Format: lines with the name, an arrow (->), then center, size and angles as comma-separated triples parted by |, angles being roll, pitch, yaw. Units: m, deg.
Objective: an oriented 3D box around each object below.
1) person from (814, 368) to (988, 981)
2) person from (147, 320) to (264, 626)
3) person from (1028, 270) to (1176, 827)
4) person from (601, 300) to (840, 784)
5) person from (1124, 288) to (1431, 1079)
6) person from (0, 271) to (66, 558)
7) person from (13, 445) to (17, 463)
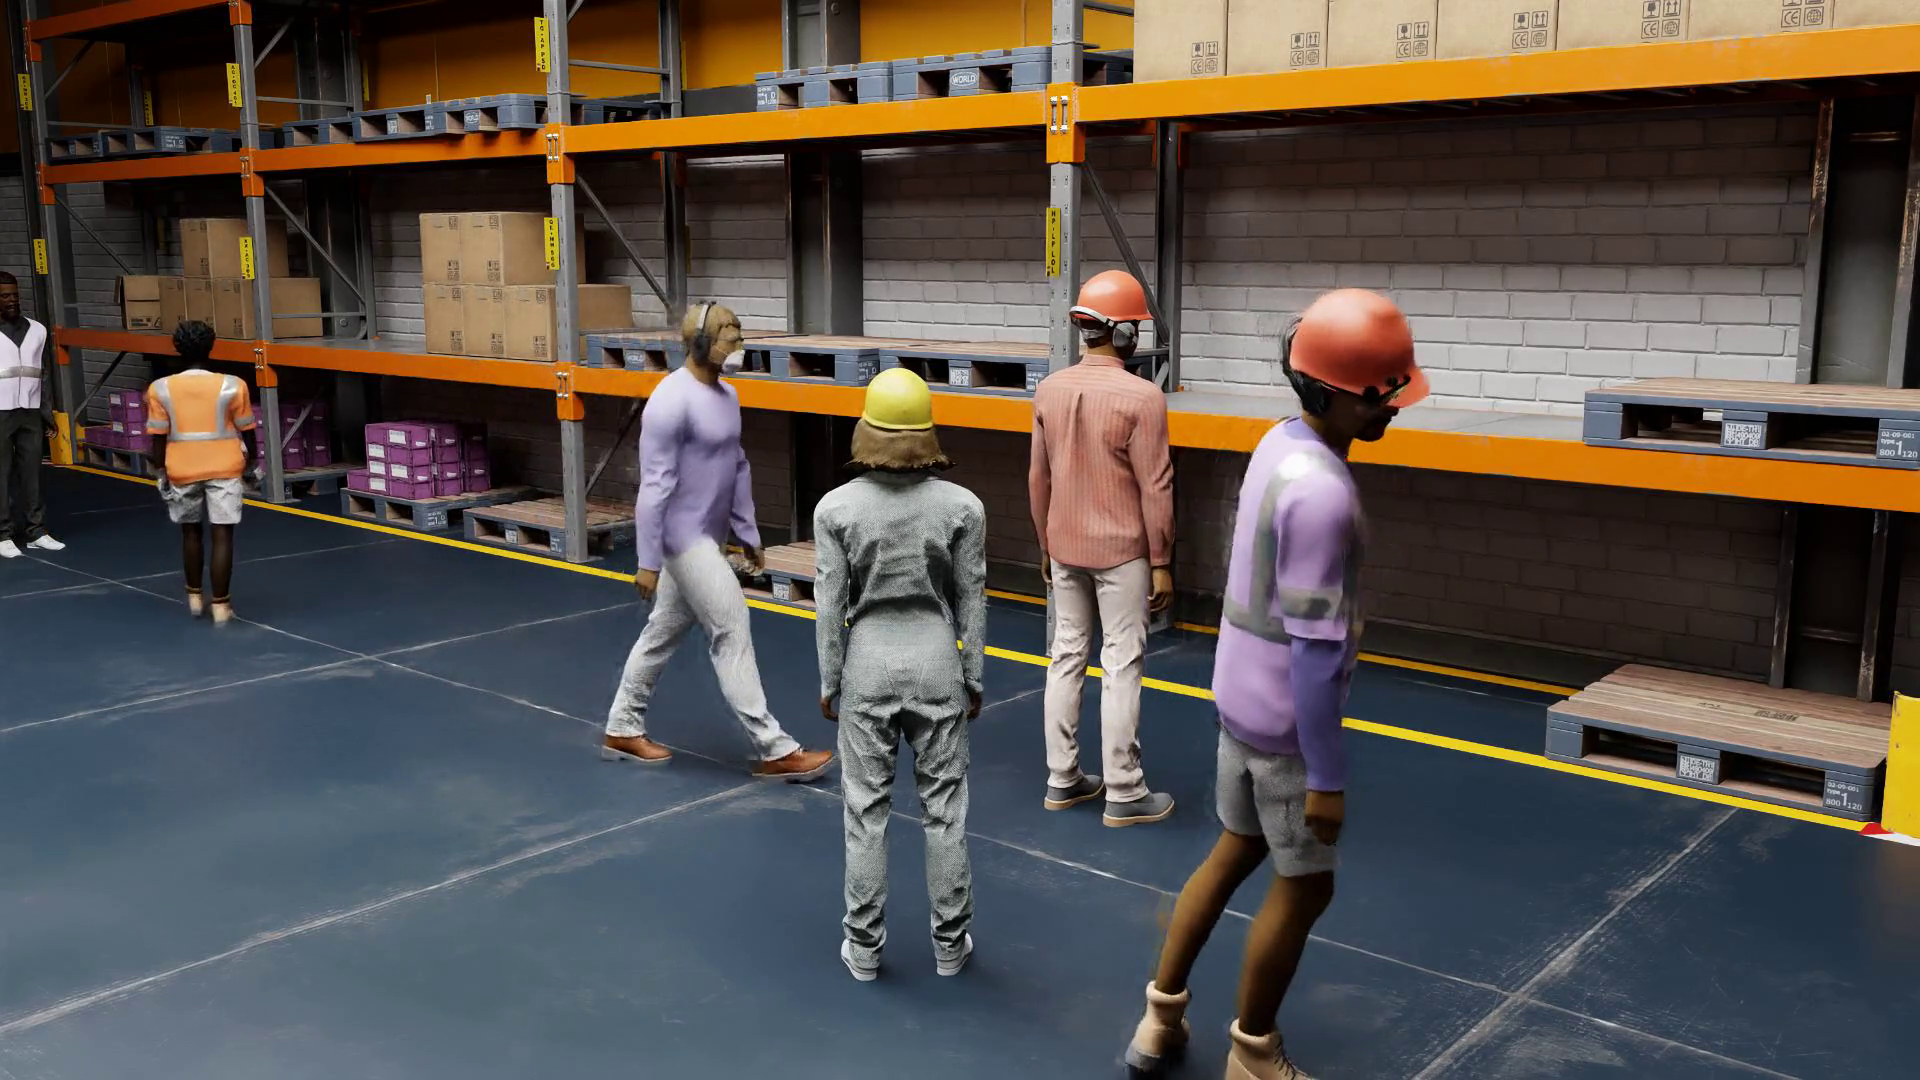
person -> -0.165, 0.387, 4.718 | 0.491, 1.746, 0.285 | -1, 10, -5
person -> -4.173, -0.378, 9.274 | 0.543, 1.680, 0.614 | -2, 10, -11
person -> 0.525, 0.035, 6.011 | 0.622, 1.994, 0.381 | 10, 14, 44
person -> -0.999, 0.010, 6.512 | 1.044, 1.875, 0.629 | 2, 10, 11
person -> 0.701, 0.408, 3.927 | 0.668, 1.990, 0.695 | 0, 10, 2
person -> -6.434, -0.854, 11.291 | 0.392, 1.919, 0.591 | 5, 11, 25
person -> -8.655, -1.379, 15.091 | 0.276, 1.633, 0.505 | 9, 13, 40
